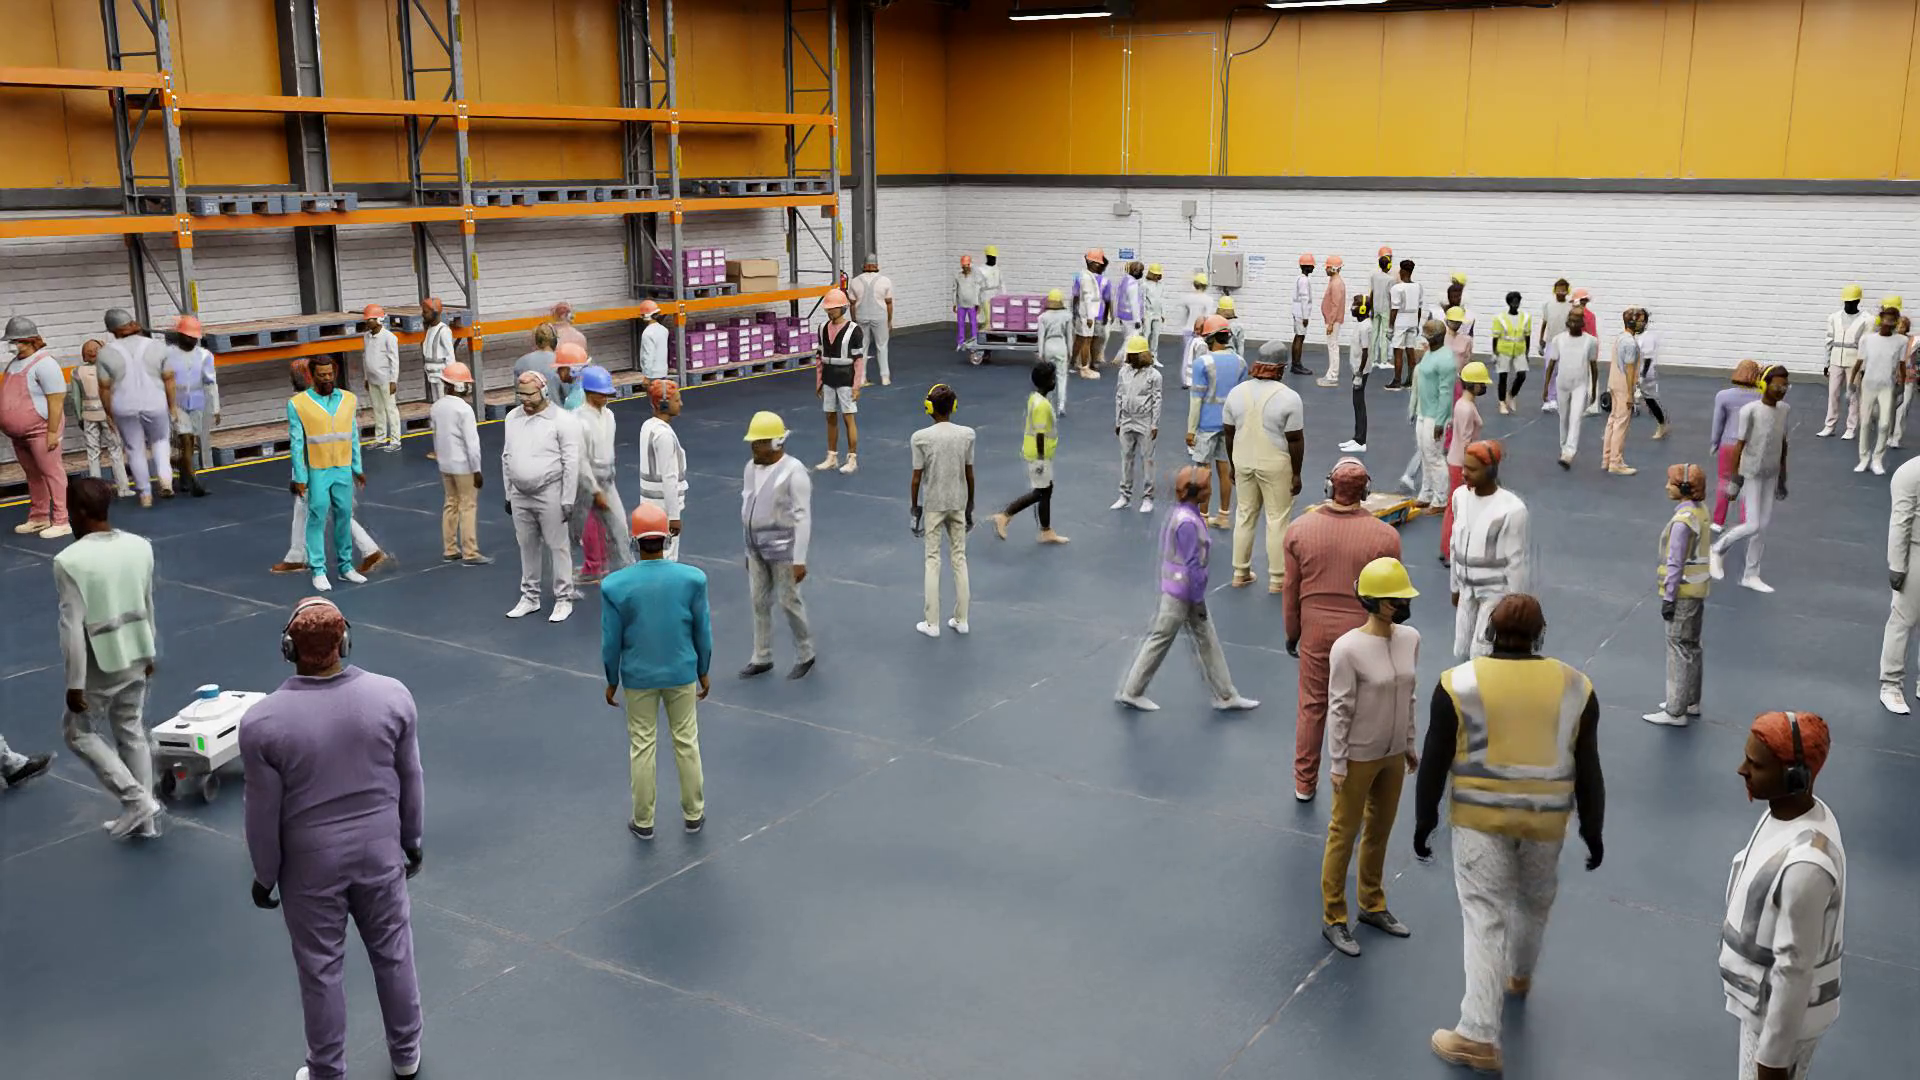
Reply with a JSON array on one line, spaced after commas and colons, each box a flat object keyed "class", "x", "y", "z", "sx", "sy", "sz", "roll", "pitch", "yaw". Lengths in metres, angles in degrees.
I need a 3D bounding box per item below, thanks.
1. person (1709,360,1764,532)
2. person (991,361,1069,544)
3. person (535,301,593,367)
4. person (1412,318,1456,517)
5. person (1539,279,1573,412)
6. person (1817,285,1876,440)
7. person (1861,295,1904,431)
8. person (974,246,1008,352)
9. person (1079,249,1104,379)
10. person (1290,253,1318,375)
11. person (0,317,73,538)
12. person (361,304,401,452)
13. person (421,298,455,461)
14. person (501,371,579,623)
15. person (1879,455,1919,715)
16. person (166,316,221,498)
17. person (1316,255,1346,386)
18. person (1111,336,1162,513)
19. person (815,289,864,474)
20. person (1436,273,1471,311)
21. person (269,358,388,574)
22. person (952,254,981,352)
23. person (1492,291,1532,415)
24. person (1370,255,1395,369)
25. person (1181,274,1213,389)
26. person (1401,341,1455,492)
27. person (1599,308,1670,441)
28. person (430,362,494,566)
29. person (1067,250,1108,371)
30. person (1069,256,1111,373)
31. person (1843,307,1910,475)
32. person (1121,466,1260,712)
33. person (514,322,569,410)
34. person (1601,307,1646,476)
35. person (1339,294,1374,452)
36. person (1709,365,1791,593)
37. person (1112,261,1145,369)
[{"class": "person", "x": 7.243, "y": -0.857, "z": 15.460, "sx": 0.514, "sy": 1.630, "sz": 0.426, "roll": 5, "pitch": 14, "yaw": 20}, {"class": "person", "x": 0.637, "y": -0.767, "z": 14.913, "sx": 0.634, "sy": 1.684, "sz": 0.541, "roll": 0, "pitch": 13, "yaw": 1}, {"class": "person", "x": -4.365, "y": -1.736, "z": 18.684, "sx": 0.674, "sy": 1.875, "sz": 0.826, "roll": 6, "pitch": 14, "yaw": 26}, {"class": "person", "x": 4.610, "y": -1.195, "z": 16.218, "sx": 0.358, "sy": 1.937, "sz": 0.635, "roll": 0, "pitch": 13, "yaw": 0}, {"class": "person", "x": 8.235, "y": -2.658, "z": 22.815, "sx": 0.545, "sy": 1.813, "sz": 0.949, "roll": 5, "pitch": 14, "yaw": 20}, {"class": "person", "x": 10.998, "y": -2.205, "z": 20.648, "sx": 0.392, "sy": 1.918, "sz": 0.581, "roll": -9, "pitch": 16, "yaw": -35}, {"class": "person", "x": 11.762, "y": -2.251, "z": 21.201, "sx": 0.526, "sy": 1.746, "sz": 0.417, "roll": -2, "pitch": 13, "yaw": -7}, {"class": "person", "x": 0.609, "y": -4.297, "z": 29.769, "sx": 0.785, "sy": 1.898, "sz": 0.600, "roll": 12, "pitch": 18, "yaw": 43}, {"class": "person", "x": 2.078, "y": -3.564, "z": 26.285, "sx": 0.392, "sy": 2.033, "sz": 0.605, "roll": 2, "pitch": 13, "yaw": 7}, {"class": "person", "x": 5.540, "y": -3.642, "z": 26.824, "sx": 0.370, "sy": 1.939, "sz": 0.543, "roll": 1, "pitch": 13, "yaw": 3}, {"class": "person", "x": -8.555, "y": -1.039, "z": 15.311, "sx": 0.686, "sy": 2.000, "sz": 0.537, "roll": 8, "pitch": 15, "yaw": 31}, {"class": "person", "x": -6.912, "y": -1.929, "z": 19.800, "sx": 0.569, "sy": 1.751, "sz": 0.329, "roll": 8, "pitch": 15, "yaw": 31}, {"class": "person", "x": -5.982, "y": -1.844, "z": 19.146, "sx": 0.337, "sy": 1.882, "sz": 0.585, "roll": -9, "pitch": 16, "yaw": -35}, {"class": "person", "x": -3.182, "y": -0.329, "z": 12.538, "sx": 0.639, "sy": 1.903, "sz": 0.409, "roll": 5, "pitch": 14, "yaw": 20}, {"class": "person", "x": 6.143, "y": 0.149, "z": 10.446, "sx": 0.639, "sy": 1.912, "sz": 0.407, "roll": -2, "pitch": 13, "yaw": -9}, {"class": "person", "x": -7.954, "y": -1.378, "z": 17.169, "sx": 0.556, "sy": 1.860, "sz": 0.961, "roll": -11, "pitch": 17, "yaw": -41}, {"class": "person", "x": 5.696, "y": -3.356, "z": 25.462, "sx": 0.377, "sy": 1.995, "sz": 0.612, "roll": 3, "pitch": 13, "yaw": 11}, {"class": "person", "x": 1.742, "y": -1.143, "z": 16.418, "sx": 0.490, "sy": 1.742, "sz": 0.297, "roll": 8, "pitch": 15, "yaw": 31}, {"class": "person", "x": -1.356, "y": -1.750, "z": 18.394, "sx": 0.611, "sy": 2.041, "sz": 0.379, "roll": 8, "pitch": 15, "yaw": 31}, {"class": "person", "x": 7.622, "y": -3.283, "z": 25.787, "sx": 0.519, "sy": 1.707, "sz": 0.813, "roll": 4, "pitch": 14, "yaw": 17}, {"class": "person", "x": -5.320, "y": -0.607, "z": 13.917, "sx": 0.993, "sy": 1.846, "sz": 0.595, "roll": 0, "pitch": 13, "yaw": -1}, {"class": "person", "x": 0.115, "y": -4.254, "z": 29.913, "sx": 0.571, "sy": 1.744, "sz": 0.348, "roll": 5, "pitch": 14, "yaw": 19}, {"class": "person", "x": 7.468, "y": -2.529, "z": 22.542, "sx": 0.557, "sy": 1.683, "sz": 0.372, "roll": 0, "pitch": 13, "yaw": 2}, {"class": "person", "x": 7.010, "y": -3.778, "z": 27.559, "sx": 0.326, "sy": 1.876, "sz": 0.520, "roll": -10, "pitch": 16, "yaw": -36}, {"class": "person", "x": 3.640, "y": -3.165, "z": 25.218, "sx": 0.549, "sy": 1.714, "sz": 0.891, "roll": 10, "pitch": 17, "yaw": 38}, {"class": "person", "x": 4.928, "y": -1.318, "z": 17.491, "sx": 0.823, "sy": 1.600, "sz": 0.509, "roll": -9, "pitch": 16, "yaw": -34}, {"class": "person", "x": 8.423, "y": -2.039, "z": 20.527, "sx": 0.883, "sy": 1.655, "sz": 0.531, "roll": -5, "pitch": 14, "yaw": -19}, {"class": "person", "x": -4.275, "y": -0.651, "z": 14.267, "sx": 0.573, "sy": 1.747, "sz": 0.342, "roll": 11, "pitch": 17, "yaw": 39}, {"class": "person", "x": 2.013, "y": -3.724, "z": 27.116, "sx": 0.761, "sy": 1.982, "sz": 0.451, "roll": -6, "pitch": 14, "yaw": -26}, {"class": "person", "x": 2.118, "y": -3.649, "z": 26.917, "sx": 0.651, "sy": 1.917, "sz": 0.406, "roll": 3, "pitch": 13, "yaw": 13}, {"class": "person", "x": 10.080, "y": -1.641, "z": 18.356, "sx": 0.588, "sy": 1.851, "sz": 0.536, "roll": 8, "pitch": 15, "yaw": 32}, {"class": "person", "x": 1.424, "y": 0.322, "z": 10.391, "sx": 0.877, "sy": 1.588, "sz": 0.535, "roll": 3, "pitch": 13, "yaw": 13}, {"class": "person", "x": -3.880, "y": -1.085, "z": 15.734, "sx": 0.637, "sy": 1.938, "sz": 0.355, "roll": 4, "pitch": 13, "yaw": 15}, {"class": "person", "x": 7.332, "y": -1.642, "z": 18.355, "sx": 0.327, "sy": 1.844, "sz": 0.514, "roll": 1, "pitch": 13, "yaw": 5}, {"class": "person", "x": 4.728, "y": -1.985, "z": 19.781, "sx": 0.328, "sy": 1.877, "sz": 0.510, "roll": 2, "pitch": 13, "yaw": 9}, {"class": "person", "x": 6.419, "y": -0.506, "z": 13.426, "sx": 0.528, "sy": 1.857, "sz": 0.473, "roll": -6, "pitch": 14, "yaw": -24}, {"class": "person", "x": 2.761, "y": -3.591, "z": 26.899, "sx": 0.436, "sy": 1.819, "sz": 0.644, "roll": -1, "pitch": 13, "yaw": -2}]
